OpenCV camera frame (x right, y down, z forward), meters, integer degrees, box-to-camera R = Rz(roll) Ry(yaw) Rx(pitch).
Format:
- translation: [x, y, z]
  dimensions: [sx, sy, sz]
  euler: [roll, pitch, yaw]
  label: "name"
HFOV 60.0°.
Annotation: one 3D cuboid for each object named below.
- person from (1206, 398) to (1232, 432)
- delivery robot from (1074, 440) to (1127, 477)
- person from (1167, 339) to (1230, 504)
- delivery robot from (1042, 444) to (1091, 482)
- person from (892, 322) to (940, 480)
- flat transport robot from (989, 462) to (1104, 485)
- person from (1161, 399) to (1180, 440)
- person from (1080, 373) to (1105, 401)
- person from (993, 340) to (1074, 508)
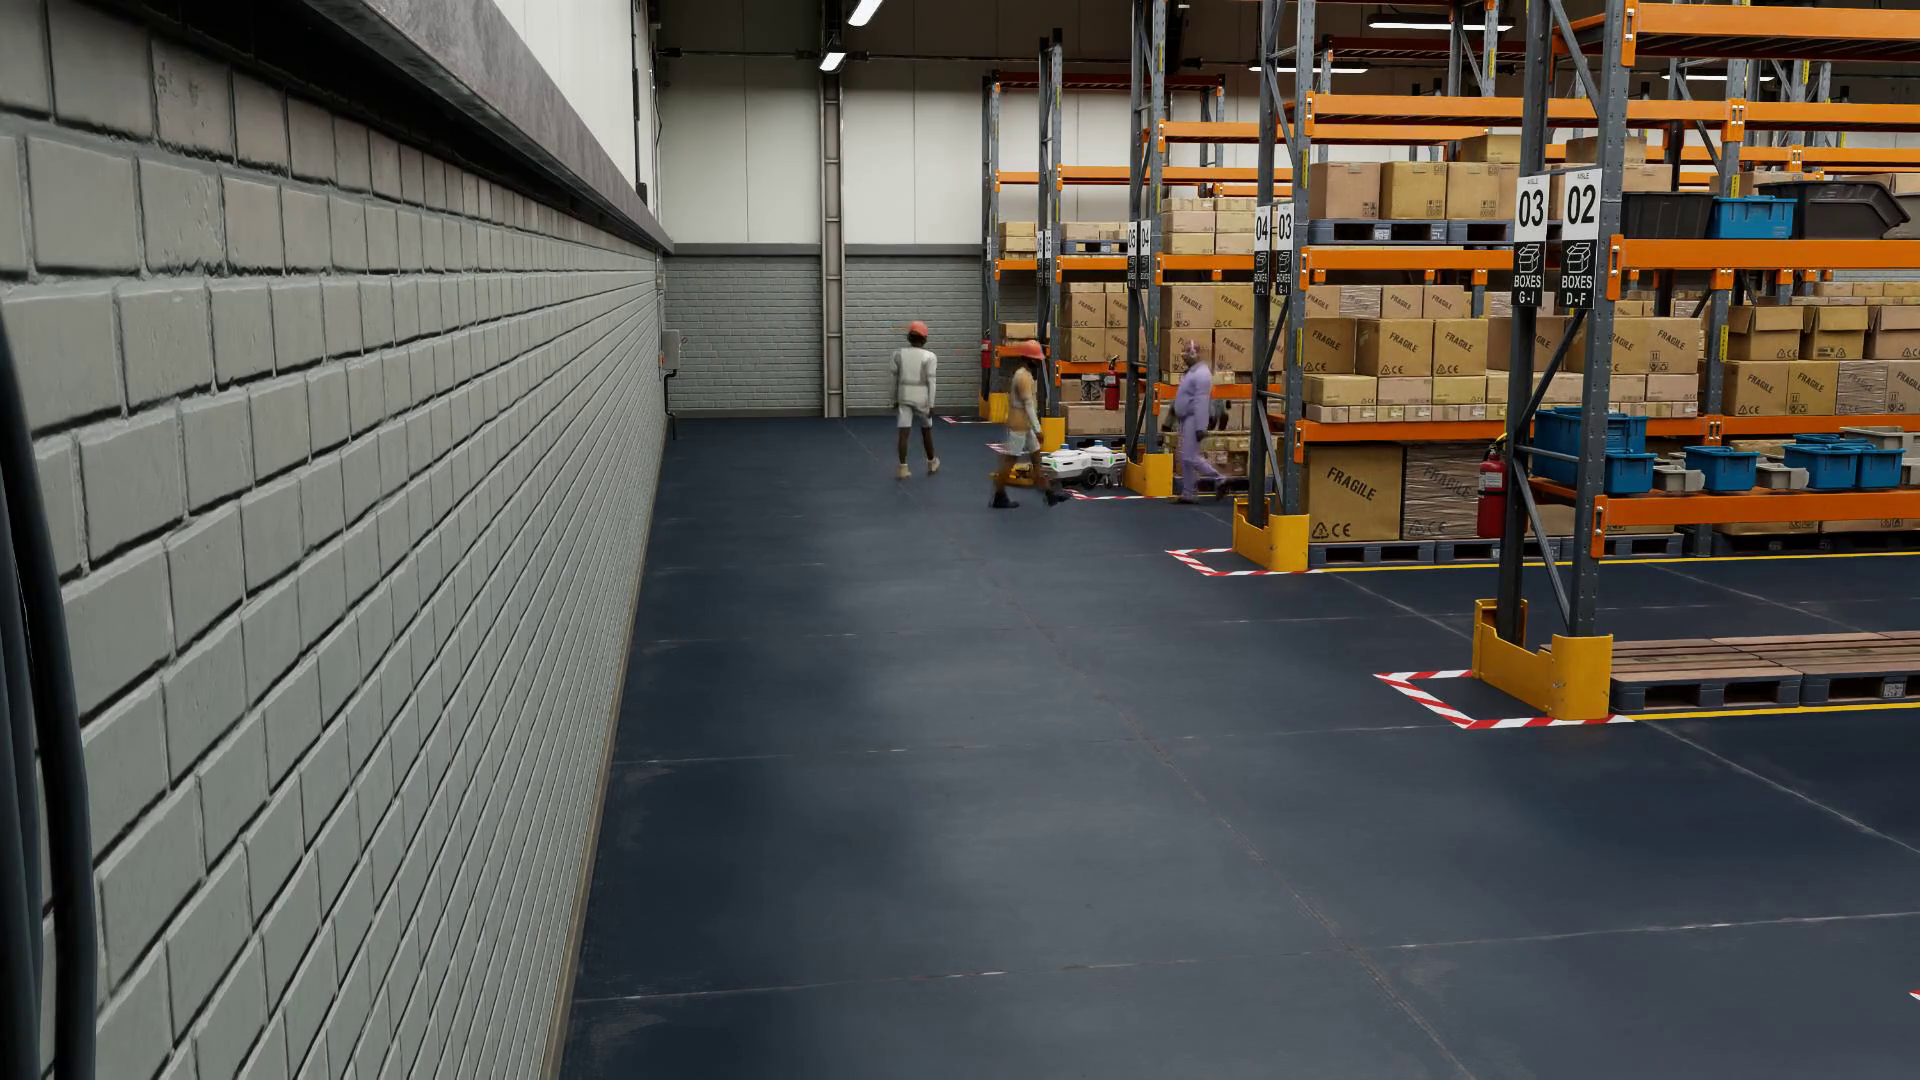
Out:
- translation: [3.643, -2.011, 22.946]
  dimensions: [0.771, 1.907, 0.585]
  euler: [-2, 9, -10]
  label: "person"
- translation: [1.705, -0.984, 20.501]
  dimensions: [0.707, 0.478, 0.477]
  euler: [9, 13, 43]
  label: "delivery robot"
- translation: [2.684, -1.319, 18.765]
  dimensions: [0.575, 1.891, 0.653]
  euler: [-1, 9, -4]
  label: "person"
- translation: [1.256, -0.915, 20.072]
  dimensions: [0.477, 0.478, 0.707]
  euler: [9, 13, 44]
  label: "delivery robot"
- translation: [-0.564, -1.791, 21.358]
  dimensions: [0.633, 1.986, 1.049]
  euler: [3, 10, 16]
  label: "person"
- translation: [1.115, -0.873, 20.977]
  dimensions: [1.431, 0.197, 0.652]
  euler: [-7, 12, -38]
  label: "flat transport robot"
- translation: [2.807, -1.781, 21.587]
  dimensions: [0.676, 1.889, 0.576]
  euler: [7, 12, 38]
  label: "person"
- translation: [2.205, -2.651, 27.734]
  dimensions: [0.514, 1.641, 0.307]
  euler: [8, 12, 39]
  label: "person"
- translation: [0.797, -1.265, 18.433]
  dimensions: [0.969, 1.881, 0.566]
  euler: [1, 9, 6]
  label: "person"
